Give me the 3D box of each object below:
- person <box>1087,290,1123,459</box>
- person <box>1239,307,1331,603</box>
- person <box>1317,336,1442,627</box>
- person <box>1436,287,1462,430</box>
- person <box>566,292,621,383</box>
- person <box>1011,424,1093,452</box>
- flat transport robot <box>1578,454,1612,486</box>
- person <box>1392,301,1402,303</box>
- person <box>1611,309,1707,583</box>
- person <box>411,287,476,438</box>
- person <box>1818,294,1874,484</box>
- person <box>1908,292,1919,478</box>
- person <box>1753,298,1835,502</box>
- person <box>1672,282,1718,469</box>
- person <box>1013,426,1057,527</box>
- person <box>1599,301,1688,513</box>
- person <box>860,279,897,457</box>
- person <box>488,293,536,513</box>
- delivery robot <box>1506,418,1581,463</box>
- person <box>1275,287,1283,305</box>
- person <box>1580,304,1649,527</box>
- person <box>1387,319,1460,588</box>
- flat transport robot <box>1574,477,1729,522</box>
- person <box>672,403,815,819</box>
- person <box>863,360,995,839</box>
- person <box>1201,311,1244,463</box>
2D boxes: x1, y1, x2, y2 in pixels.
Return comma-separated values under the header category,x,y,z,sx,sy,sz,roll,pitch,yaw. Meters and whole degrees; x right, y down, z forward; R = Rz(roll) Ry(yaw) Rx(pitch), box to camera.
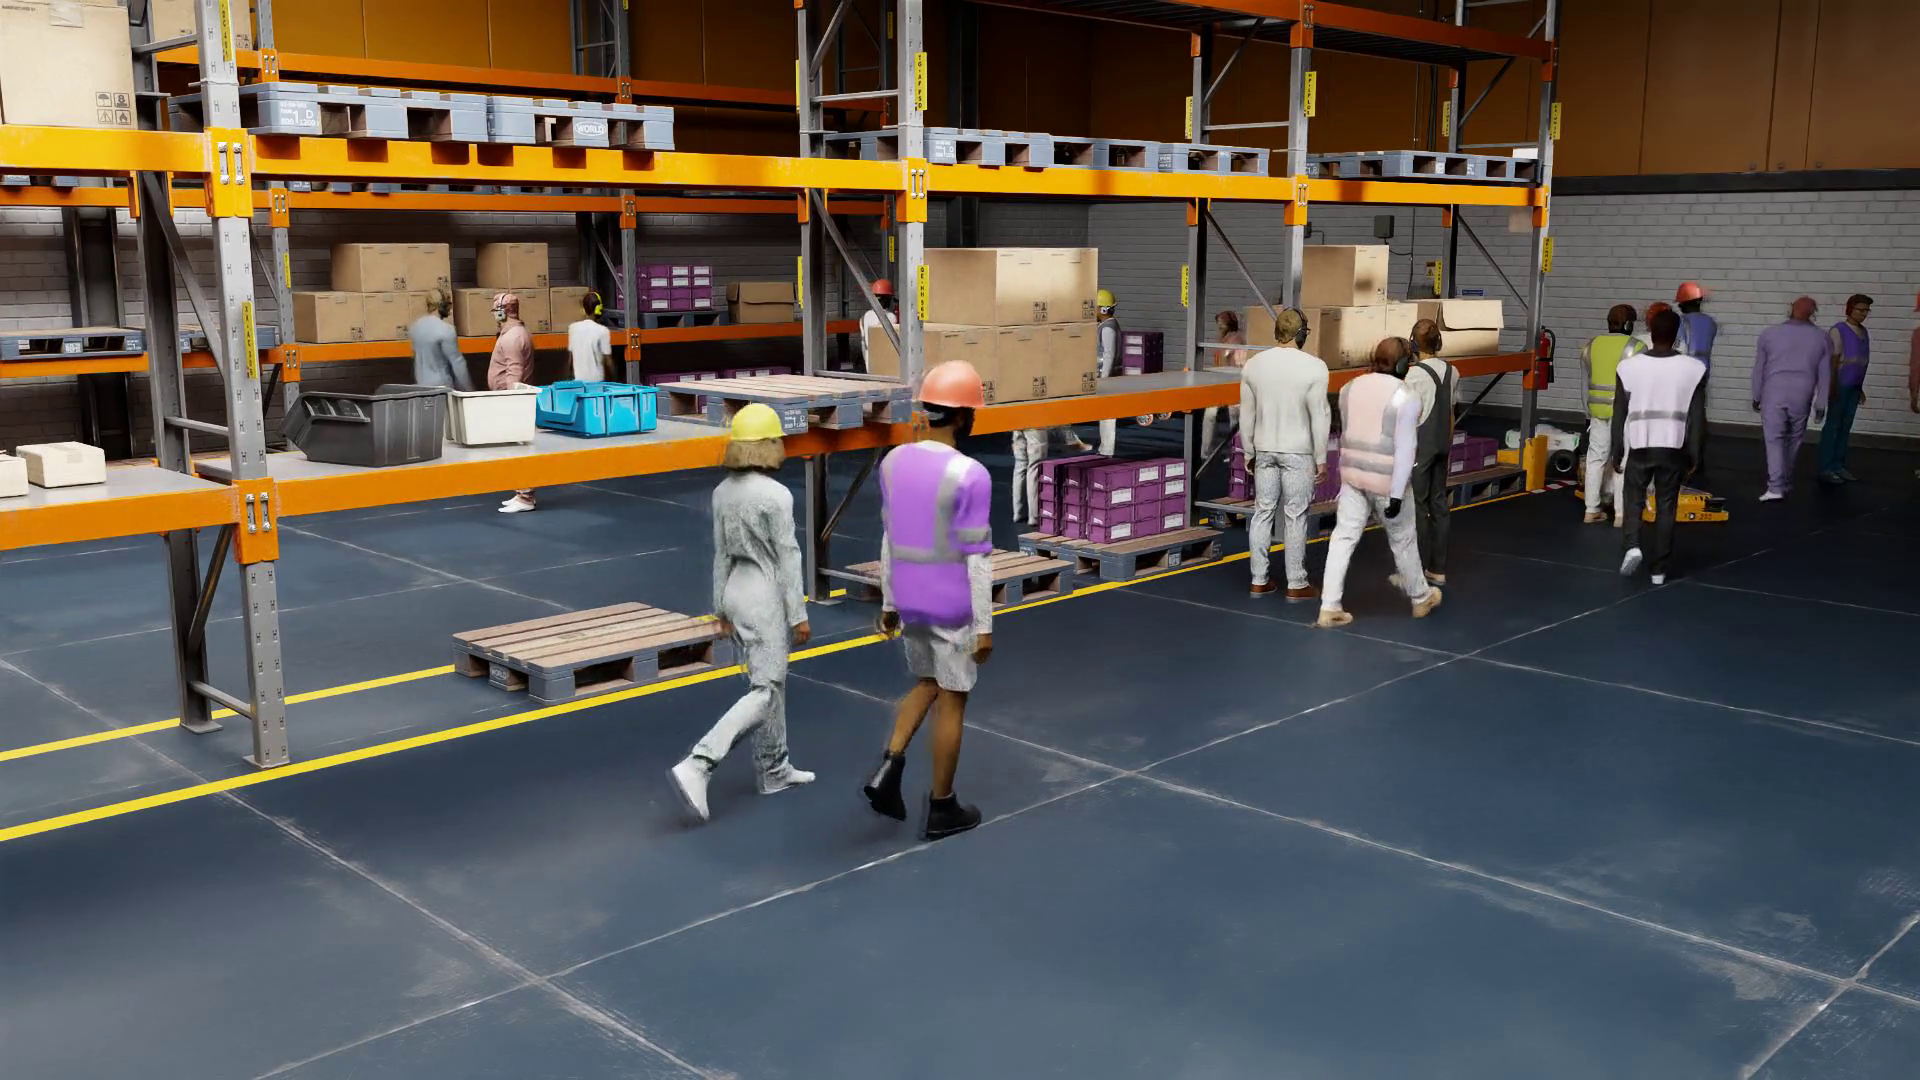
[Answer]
category,x,y,z,sx,sy,sz,roll,pitch,yaw
person,1.518,-1.724,17.615,0.403,1.833,0.591,1,10,3
person,2.138,-0.558,10.966,0.633,1.938,0.356,8,13,38
person,2.615,-0.364,10.317,0.988,1.781,0.630,-9,14,-39
person,5.158,-1.814,17.896,0.635,1.908,1.025,-6,12,-30
person,-3.598,-1.528,16.496,0.563,1.844,0.686,6,12,29
person,0.988,-1.868,18.266,1.019,1.898,0.630,-4,11,-21
flat transport robot,6.282,-0.635,15.934,0.652,0.197,1.431,4,11,19
person,4.507,-1.650,17.524,0.529,1.714,0.900,7,12,32
person,4.809,-0.632,11.481,0.596,1.903,0.472,4,11,21
person,-4.774,-1.370,15.417,0.479,1.930,0.649,-9,14,-40
person,8.636,-1.476,16.244,0.564,1.837,0.388,-7,13,-35
person,9.195,-1.409,15.653,0.686,1.925,0.725,0,10,2
person,7.557,-1.269,15.132,0.626,1.840,0.977,3,11,15
person,7.527,-1.698,17.222,0.571,1.913,0.647,-2,11,-12
person,0.592,-0.925,13.783,0.312,1.640,0.517,-7,12,-32
person,5.845,-1.103,14.222,0.597,1.858,0.627,10,14,42
person,-0.845,-1.879,18.180,0.549,1.937,0.367,10,14,43
person,-3.906,-1.190,14.511,0.400,1.905,0.643,-1,10,-7
delivery robot,5.905,-0.992,16.850,0.707,0.478,0.477,5,11,25
person,3.179,-1.575,16.230,0.921,2.000,0.687,-6,12,-28
person,5.451,-1.031,13.811,0.429,1.844,0.627,-7,13,-34
person,3.160,-0.579,11.343,0.506,1.843,0.351,-6,12,-31
flat transport robot,5.996,-0.368,14.482,0.652,0.197,1.431,-1,10,-6
person,-0.903,0.289,6.947,0.731,1.716,0.490,-9,13,-39
person,-0.099,0.254,6.583,0.581,1.920,0.482,9,14,42
person,2.734,-1.593,17.478,0.739,1.606,0.530,-4,11,-22
